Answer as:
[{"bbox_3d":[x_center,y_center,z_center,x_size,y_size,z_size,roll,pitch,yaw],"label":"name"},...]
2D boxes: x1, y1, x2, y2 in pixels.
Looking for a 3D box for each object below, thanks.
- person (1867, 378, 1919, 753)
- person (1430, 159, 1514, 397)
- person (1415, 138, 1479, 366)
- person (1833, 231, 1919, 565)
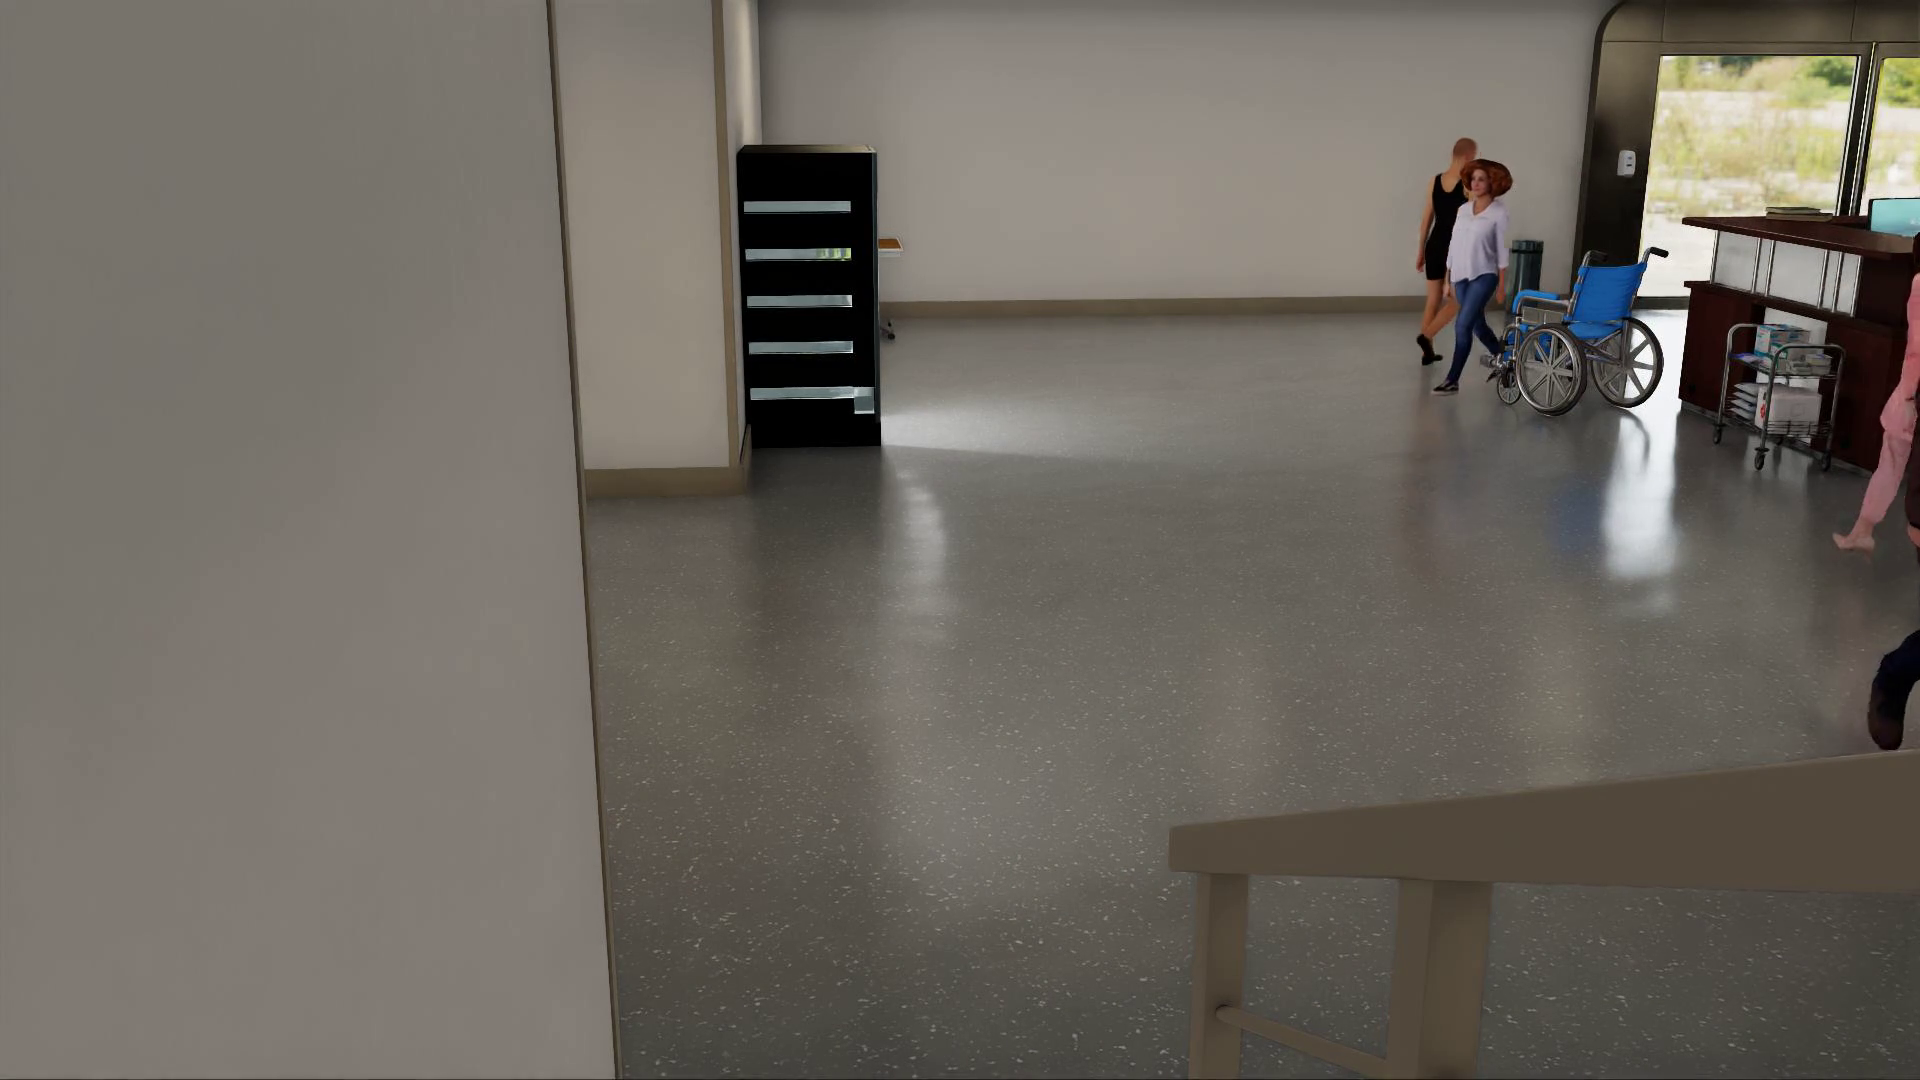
[{"bbox_3d":[3.287,-0.082,5.397,0.754,1.837,0.819,-1,16,-3],"label":"person"},{"bbox_3d":[3.842,-1.905,12.157,1.056,1.679,1.191,-9,18,-29],"label":"person"},{"bbox_3d":[3.819,-2.236,13.118,1.005,1.794,0.956,-15,21,-42],"label":"person"},{"bbox_3d":[4.379,-0.574,7.316,0.650,1.743,1.156,-2,16,-7],"label":"person"}]
